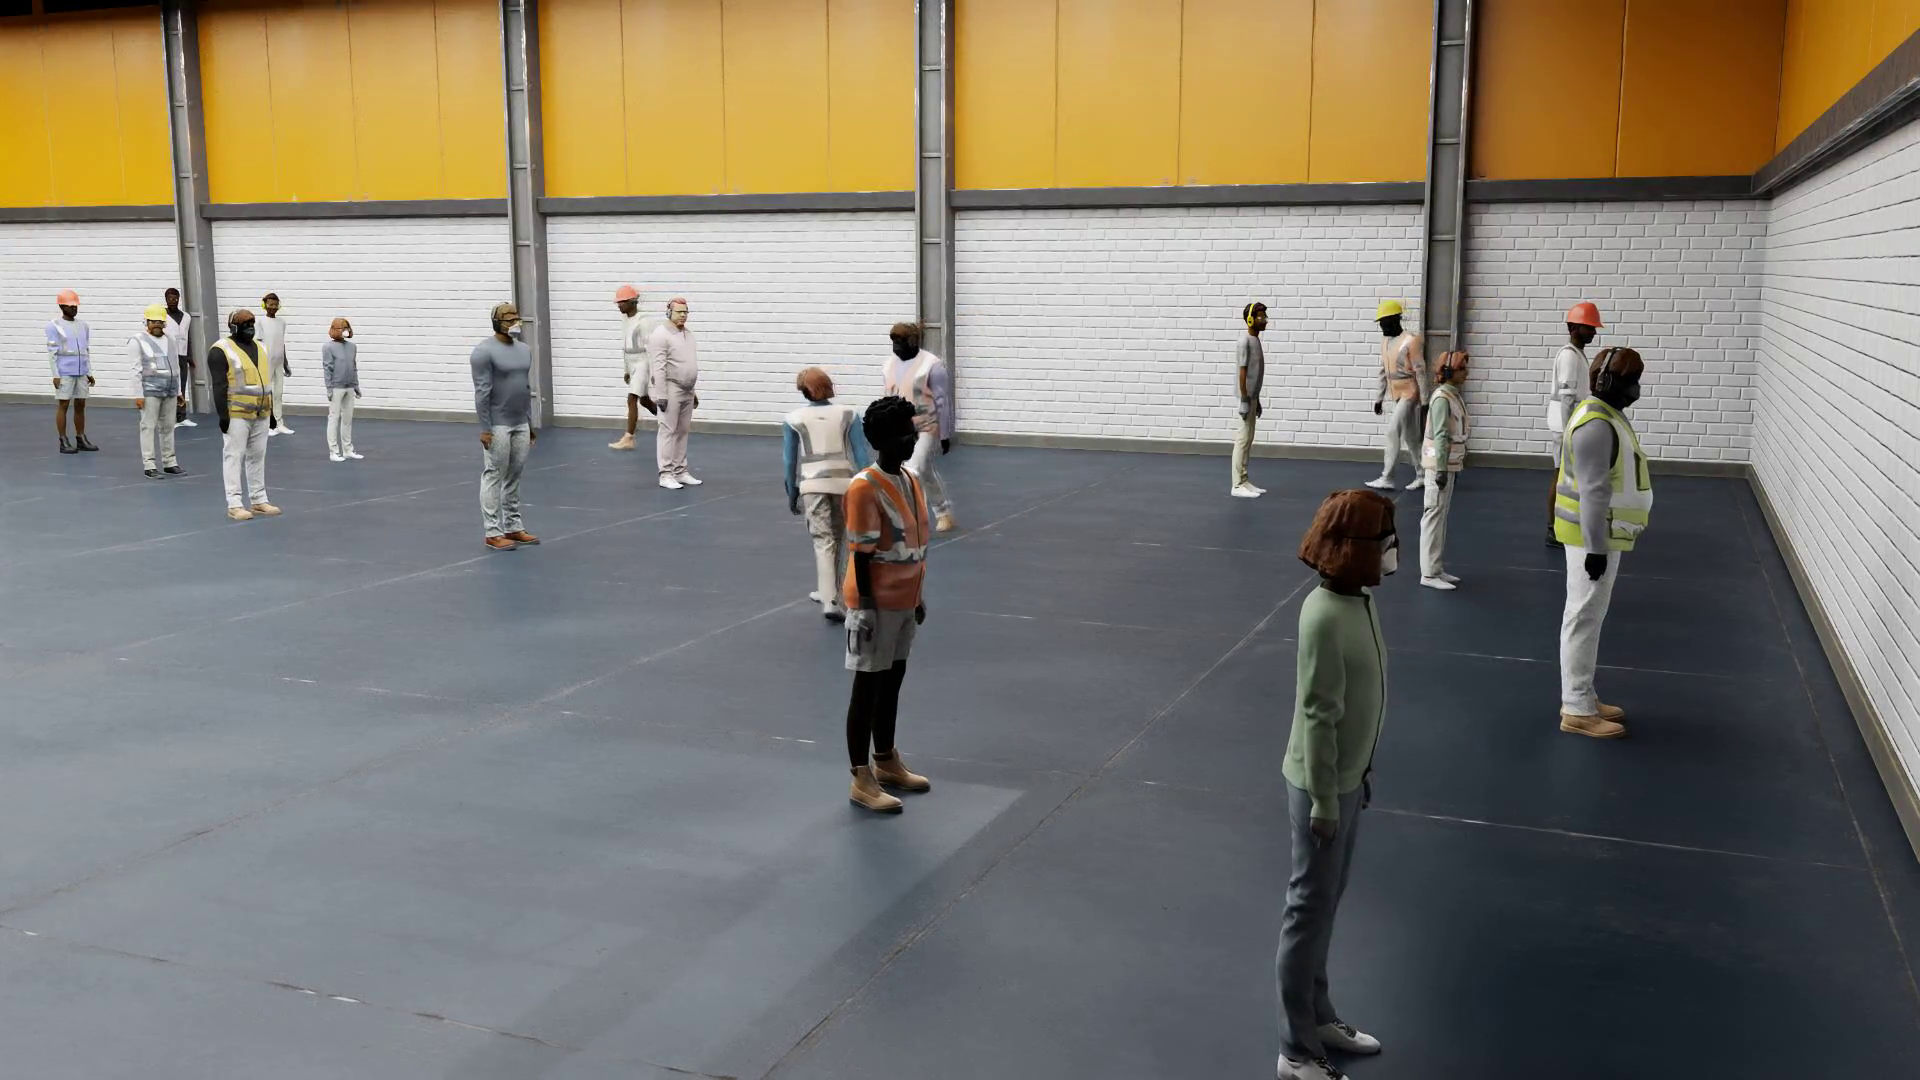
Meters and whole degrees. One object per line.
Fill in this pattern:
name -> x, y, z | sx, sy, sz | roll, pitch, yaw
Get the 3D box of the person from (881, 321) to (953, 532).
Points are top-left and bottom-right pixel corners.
person -> -0.340, -0.895, 13.583 | 0.631, 1.787, 1.019 | 8, 12, 40

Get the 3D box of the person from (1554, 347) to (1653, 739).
person -> 3.062, 0.003, 7.940 | 0.430, 1.841, 0.624 | 4, 10, 24

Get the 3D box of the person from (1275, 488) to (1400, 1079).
person -> 1.029, 0.668, 4.524 | 0.285, 1.633, 0.501 | 4, 10, 24

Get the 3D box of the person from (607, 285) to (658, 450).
person -> -3.828, -2.100, 20.256 | 0.995, 1.995, 0.660 | -7, 12, -36

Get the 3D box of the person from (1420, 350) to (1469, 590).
person -> 3.348, -0.487, 11.501 | 0.315, 1.641, 0.515 | 4, 10, 24

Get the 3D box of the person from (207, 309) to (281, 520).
person -> -6.293, -1.113, 14.690 | 0.430, 1.845, 0.624 | 4, 10, 24

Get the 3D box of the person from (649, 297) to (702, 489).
person -> -2.822, -1.473, 16.687 | 0.399, 1.905, 0.643 | 4, 10, 24

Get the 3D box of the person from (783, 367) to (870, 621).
person -> -0.832, -0.301, 10.560 | 0.550, 1.578, 0.836 | -3, 10, -16

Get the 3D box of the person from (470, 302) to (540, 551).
person -> -3.565, -0.897, 13.087 | 0.377, 1.940, 0.629 | 4, 10, 24

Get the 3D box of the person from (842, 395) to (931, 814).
person -> -0.299, 0.251, 6.855 | 0.322, 1.697, 0.536 | 4, 10, 24

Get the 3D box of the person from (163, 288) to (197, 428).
person -> -10.805, -2.498, 22.860 | 0.398, 1.917, 0.590 | 4, 10, 24

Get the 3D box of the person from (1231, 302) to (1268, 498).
person -> 2.813, -1.354, 16.060 | 0.334, 1.873, 0.517 | 4, 10, 24

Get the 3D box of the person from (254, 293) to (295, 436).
person -> -9.008, -2.305, 21.846 | 0.334, 1.865, 0.517 | 4, 10, 24

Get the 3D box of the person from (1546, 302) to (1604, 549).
person -> 4.824, -0.895, 13.087 | 0.375, 1.934, 0.547 | 4, 10, 24

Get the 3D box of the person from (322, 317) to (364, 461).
person -> -7.050, -1.721, 18.997 | 0.285, 1.633, 0.501 | 4, 10, 24

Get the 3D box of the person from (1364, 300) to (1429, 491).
person -> 4.329, -1.410, 16.386 | 0.887, 1.873, 0.604 | -2, 10, -11

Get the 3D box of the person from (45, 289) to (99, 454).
person -> -10.542, -2.001, 19.775 | 0.377, 1.938, 0.547 | 4, 10, 24

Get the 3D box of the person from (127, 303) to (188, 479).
person -> -8.384, -1.558, 17.423 | 0.404, 1.829, 0.591 | 4, 10, 24
